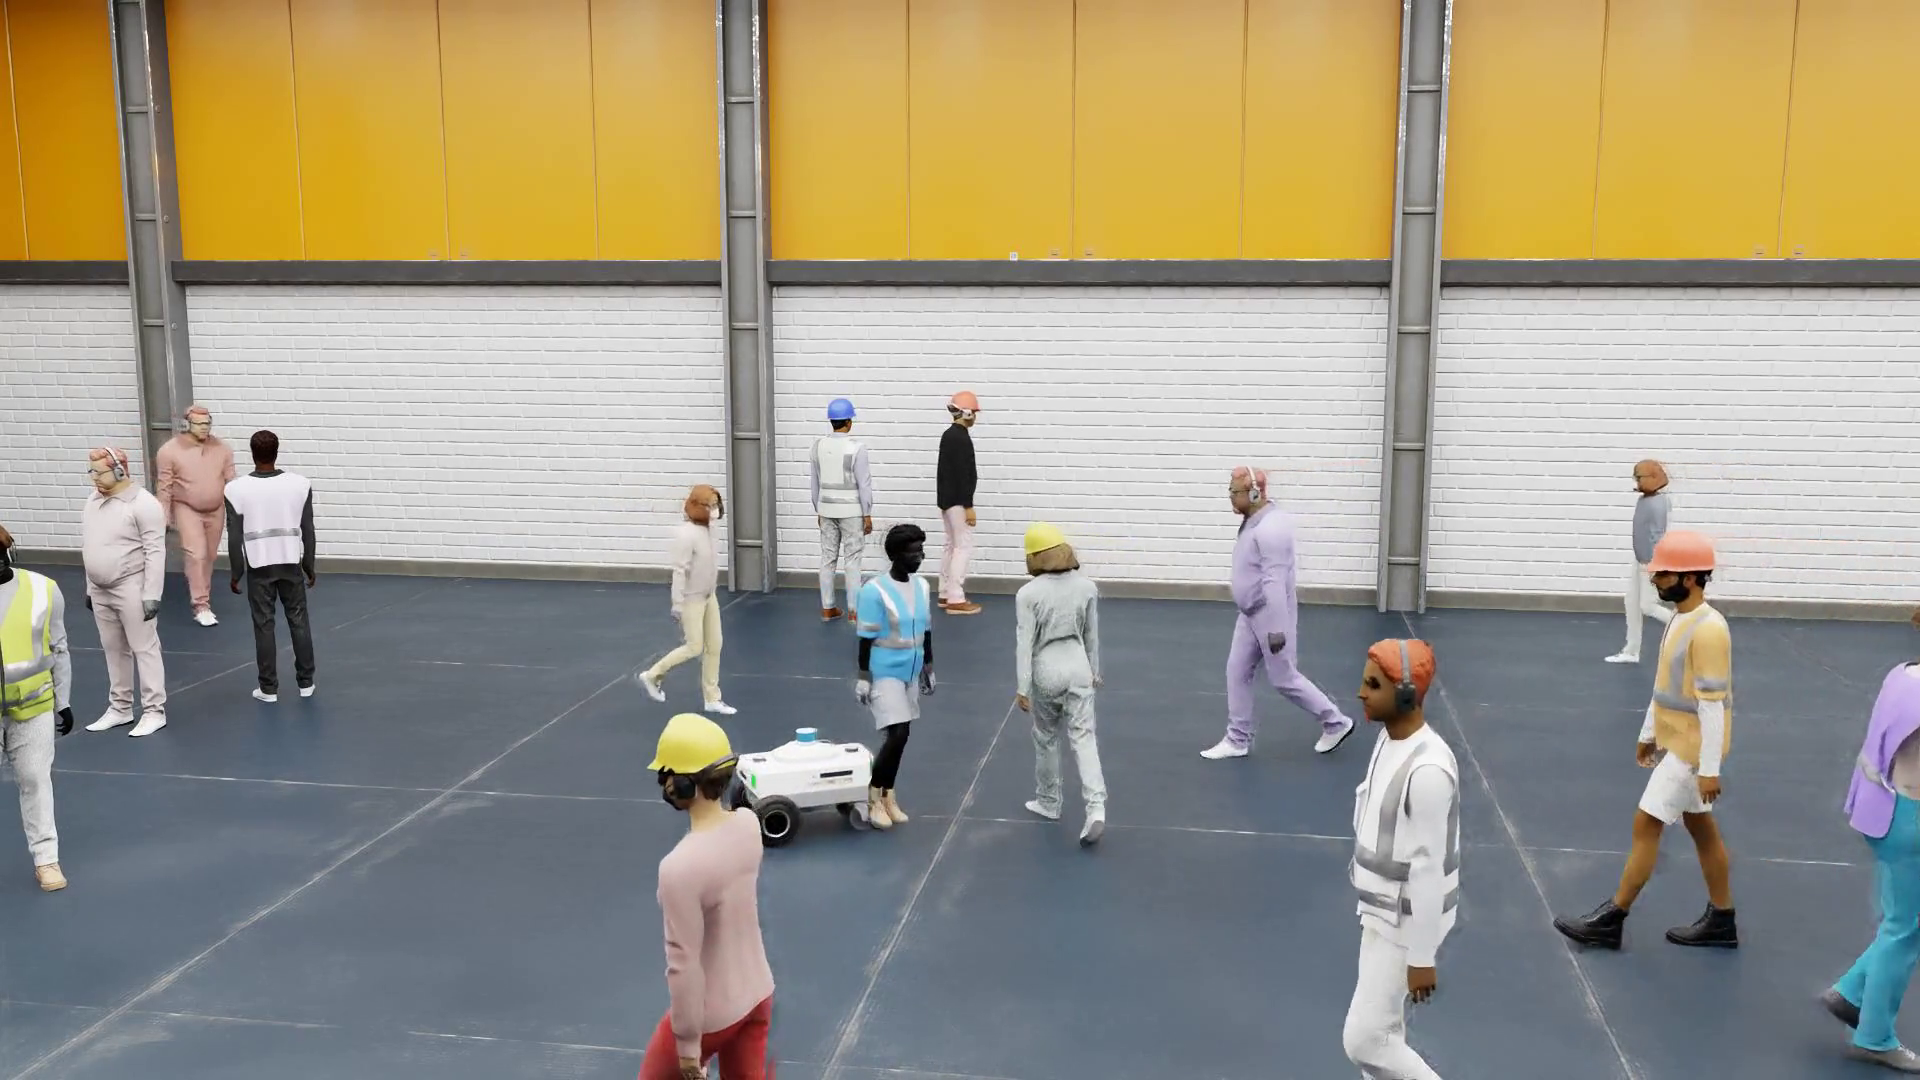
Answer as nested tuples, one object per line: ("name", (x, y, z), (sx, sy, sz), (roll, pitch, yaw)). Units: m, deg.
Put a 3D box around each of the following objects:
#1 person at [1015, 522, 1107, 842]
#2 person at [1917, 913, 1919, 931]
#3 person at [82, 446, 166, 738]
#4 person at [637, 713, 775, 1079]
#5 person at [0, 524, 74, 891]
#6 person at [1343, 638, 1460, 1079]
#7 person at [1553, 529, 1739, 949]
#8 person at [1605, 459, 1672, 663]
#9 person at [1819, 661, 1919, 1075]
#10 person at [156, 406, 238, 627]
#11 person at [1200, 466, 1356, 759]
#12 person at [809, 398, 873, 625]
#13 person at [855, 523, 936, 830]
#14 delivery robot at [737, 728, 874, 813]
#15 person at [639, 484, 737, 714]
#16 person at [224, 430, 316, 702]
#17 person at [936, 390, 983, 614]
("person", (0.556, 0.759, 8.937), (0.510, 1.696, 0.812), (-3, 10, -20))
("person", (3.539, 1.325, 5.658), (0.652, 1.606, 0.523), (0, 9, 0))
("person", (-5.485, 0.336, 10.863), (0.639, 1.901, 0.406), (4, 10, 23))
("person", (-0.794, 1.369, 4.960), (0.595, 1.746, 0.530), (5, 10, 27))
("person", (-4.631, 0.820, 8.049), (0.621, 1.845, 0.429), (-6, 11, -34))
("person", (1.442, 1.233, 5.410), (0.464, 1.867, 0.604), (1, 9, 3))
("person", (3.100, 0.896, 7.398), (0.906, 1.897, 0.571), (2, 9, 14))
("person", (5.346, 0.184, 12.720), (0.614, 1.610, 0.500), (1, 9, 7))
("person", (3.577, 1.119, 6.246), (0.446, 1.823, 0.602), (3, 10, 20))
("person", (-6.456, -0.204, 14.259), (0.813, 1.873, 0.643), (7, 12, 37))
("person", (1.986, 0.459, 10.258), (0.890, 1.861, 0.653), (-1, 9, -7))
("person", (-1.009, -0.246, 14.292), (0.604, 1.951, 0.380), (5, 11, 30))
("person", (-0.335, 0.737, 9.033), (0.409, 1.677, 0.547), (7, 12, 37))
("delivery robot", (-0.831, 1.261, 8.997), (0.707, 0.478, 0.477), (-4, 10, -21))
("person", (-1.855, 0.401, 11.340), (0.577, 1.609, 0.529), (4, 10, 21))
("person", (-4.843, 0.185, 11.729), (0.590, 1.920, 0.398), (-6, 11, -32))
("person", (0.003, -0.341, 14.804), (0.432, 1.978, 0.646), (-3, 10, -15))
